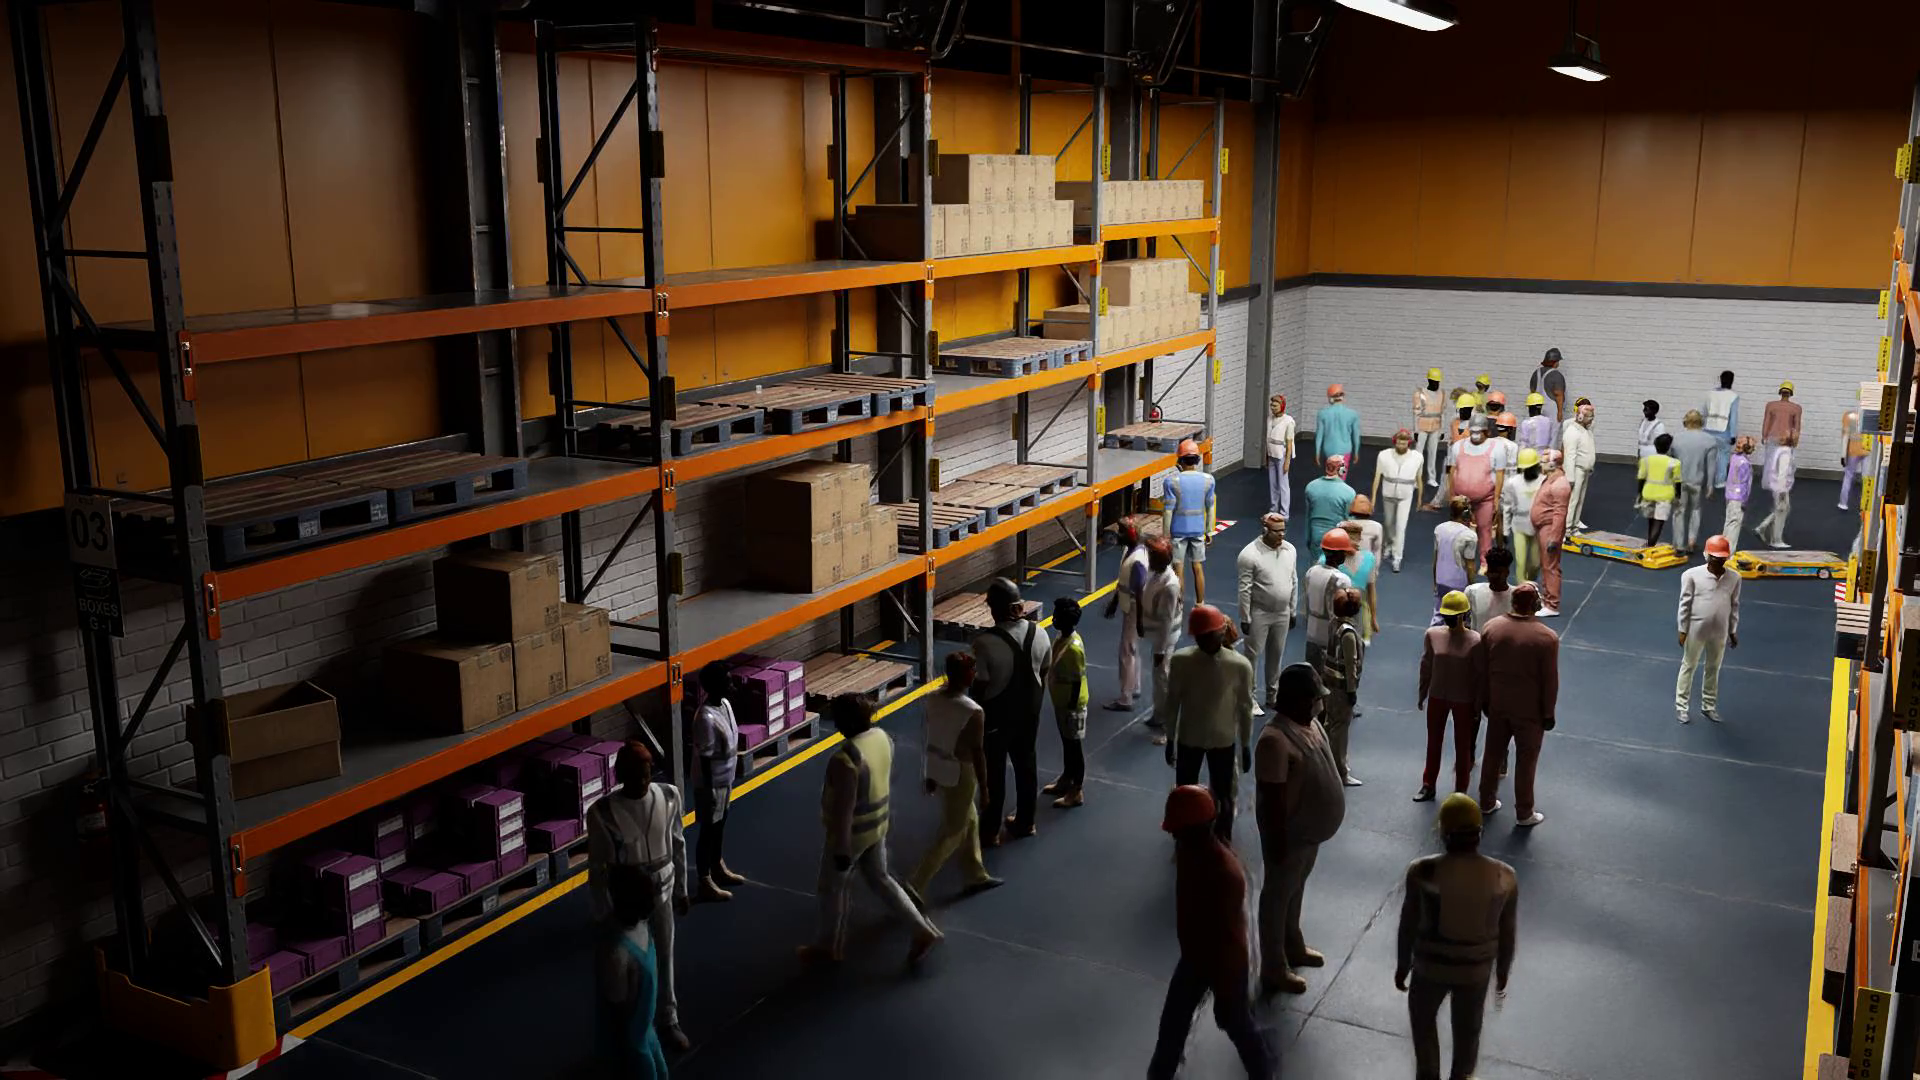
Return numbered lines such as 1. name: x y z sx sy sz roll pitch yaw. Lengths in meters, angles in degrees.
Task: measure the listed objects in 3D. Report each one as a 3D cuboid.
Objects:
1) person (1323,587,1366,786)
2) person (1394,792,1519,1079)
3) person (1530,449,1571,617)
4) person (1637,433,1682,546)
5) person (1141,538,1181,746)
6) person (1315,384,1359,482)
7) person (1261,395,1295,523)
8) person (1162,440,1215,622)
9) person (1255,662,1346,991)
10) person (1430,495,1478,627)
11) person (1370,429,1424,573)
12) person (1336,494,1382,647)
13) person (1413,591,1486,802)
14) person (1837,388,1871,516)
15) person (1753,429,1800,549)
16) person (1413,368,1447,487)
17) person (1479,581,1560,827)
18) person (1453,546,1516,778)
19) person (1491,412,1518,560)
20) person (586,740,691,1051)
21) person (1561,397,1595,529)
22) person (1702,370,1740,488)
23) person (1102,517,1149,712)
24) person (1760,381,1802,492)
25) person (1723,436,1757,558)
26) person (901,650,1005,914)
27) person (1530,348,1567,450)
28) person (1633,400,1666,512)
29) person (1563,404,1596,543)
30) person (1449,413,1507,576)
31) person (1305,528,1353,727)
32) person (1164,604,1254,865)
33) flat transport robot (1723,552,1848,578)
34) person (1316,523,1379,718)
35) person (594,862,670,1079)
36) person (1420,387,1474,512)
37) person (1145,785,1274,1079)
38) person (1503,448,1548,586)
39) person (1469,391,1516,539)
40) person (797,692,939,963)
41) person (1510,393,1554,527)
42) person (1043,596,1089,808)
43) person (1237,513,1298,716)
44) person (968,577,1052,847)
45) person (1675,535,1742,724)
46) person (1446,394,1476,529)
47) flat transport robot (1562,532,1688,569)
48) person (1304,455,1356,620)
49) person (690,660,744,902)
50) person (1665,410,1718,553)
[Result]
1. person: 3.146 1.193 13.673 0.309 1.641 0.514 -1 13 -3
2. person: 2.597 2.202 8.742 0.626 1.813 0.453 1 13 4
3. person: 6.641 -0.083 18.791 0.401 1.904 0.649 2 13 11
4. person: 9.002 -0.553 21.425 0.758 1.665 0.543 -11 17 -41
5. person: 1.765 0.856 14.717 0.348 1.856 0.713 -2 13 -8
6. person: 5.458 -1.276 24.087 0.631 1.947 0.999 3 13 13
7. person: 4.568 -1.156 23.745 0.387 1.838 0.562 -6 14 -24
8. person: 2.524 -0.104 18.576 0.615 2.039 0.391 -3 13 -14
9. person: 2.111 1.743 10.305 0.537 2.000 0.682 7 14 29
10. person: 4.898 0.462 16.517 0.349 1.837 0.502 -9 15 -34
11. person: 5.545 -0.548 21.117 0.607 1.794 0.972 4 13 17
12. person: 4.193 0.326 17.608 0.511 1.623 0.319 -1 13 -4
13. person: 3.865 1.255 13.113 0.533 1.767 0.326 9 15 35
14. person: 13.183 -1.310 24.324 0.597 1.886 0.916 4 13 16
15. person: 10.909 -0.685 22.105 0.391 1.622 0.531 5 14 22
16. person: 7.439 -1.774 26.348 0.583 1.918 0.404 -3 13 -12
17. person: 4.319 1.250 12.853 0.395 1.901 0.642 -11 17 -40
18. person: 4.420 1.002 13.795 0.612 1.962 0.363 8 15 31
19. person: 6.973 -0.685 21.450 0.387 1.926 0.548 -7 14 -27
20. person: -1.811 2.027 9.412 0.588 1.878 0.371 -9 15 -34
21. person: 8.656 -1.073 23.315 0.516 1.865 0.329 -3 13 -14
22. person: 11.936 -1.733 26.208 0.750 1.893 0.599 -7 15 -30
23. person: 1.606 0.677 15.567 0.483 1.823 0.564 1 13 3
24. person: 12.786 -1.597 25.916 0.535 1.753 0.341 6 14 25
25. person: 10.020 -0.532 21.416 0.323 1.630 0.521 2 13 9
26. person: -0.071 1.634 11.318 0.892 1.814 0.578 -8 15 -33
27. person: 9.973 -2.227 28.079 0.535 2.000 0.674 -5 14 -22
28. person: 10.143 -1.234 24.462 0.361 1.675 0.539 -2 13 -10
29. person: 8.341 -0.888 22.419 0.398 1.899 0.654 10 16 38
30. person: 6.393 -0.577 20.692 0.688 2.000 0.536 8 15 33
31. person: 3.240 0.848 14.585 0.398 1.929 0.543 -5 13 -21
32. person: 1.766 1.413 11.902 0.631 1.992 0.393 4 13 17
33. flat transport robot: 10.333 0.298 20.773 1.431 0.197 0.652 0 13 2
34. person: 3.581 0.714 15.473 0.567 1.797 0.956 -4 13 -19
35. person: -1.623 2.371 7.981 0.534 1.823 0.550 -1 13 -6
36. person: 7.279 -1.286 24.242 0.980 1.887 0.632 9 15 35
37. person: 1.230 2.187 8.558 1.032 1.920 0.710 -5 13 -20
38. person: 6.535 -0.146 19.095 0.600 1.900 0.642 5 13 20
39. person: 7.239 -1.018 22.700 0.613 2.031 0.403 4 13 18
40. person: -0.588 1.831 10.468 0.875 1.812 0.635 6 14 26
41. person: 8.032 -1.104 23.353 0.588 1.913 0.397 -7 14 -29
42. person: 0.849 1.273 13.183 0.322 1.697 0.530 -2 13 -8
43. person: 2.863 0.678 15.395 0.643 1.901 0.399 -6 14 -27
44. person: 0.320 1.261 12.461 0.681 2.000 0.535 -8 15 -33
45. person: 6.812 0.809 15.129 0.562 1.753 0.327 0 13 -1
46. person: 7.027 -1.080 23.200 0.368 1.925 0.594 -8 15 -33
47. flat transport robot: 8.627 0.107 21.627 0.652 0.197 1.431 -9 15 -34
48. person: 4.119 -0.006 18.467 0.647 1.899 0.399 12 17 43
49. person: -1.693 1.648 11.526 0.318 1.693 0.532 2 13 9
50. person: 9.514 -0.750 21.769 0.635 1.902 0.738 4 13 19
